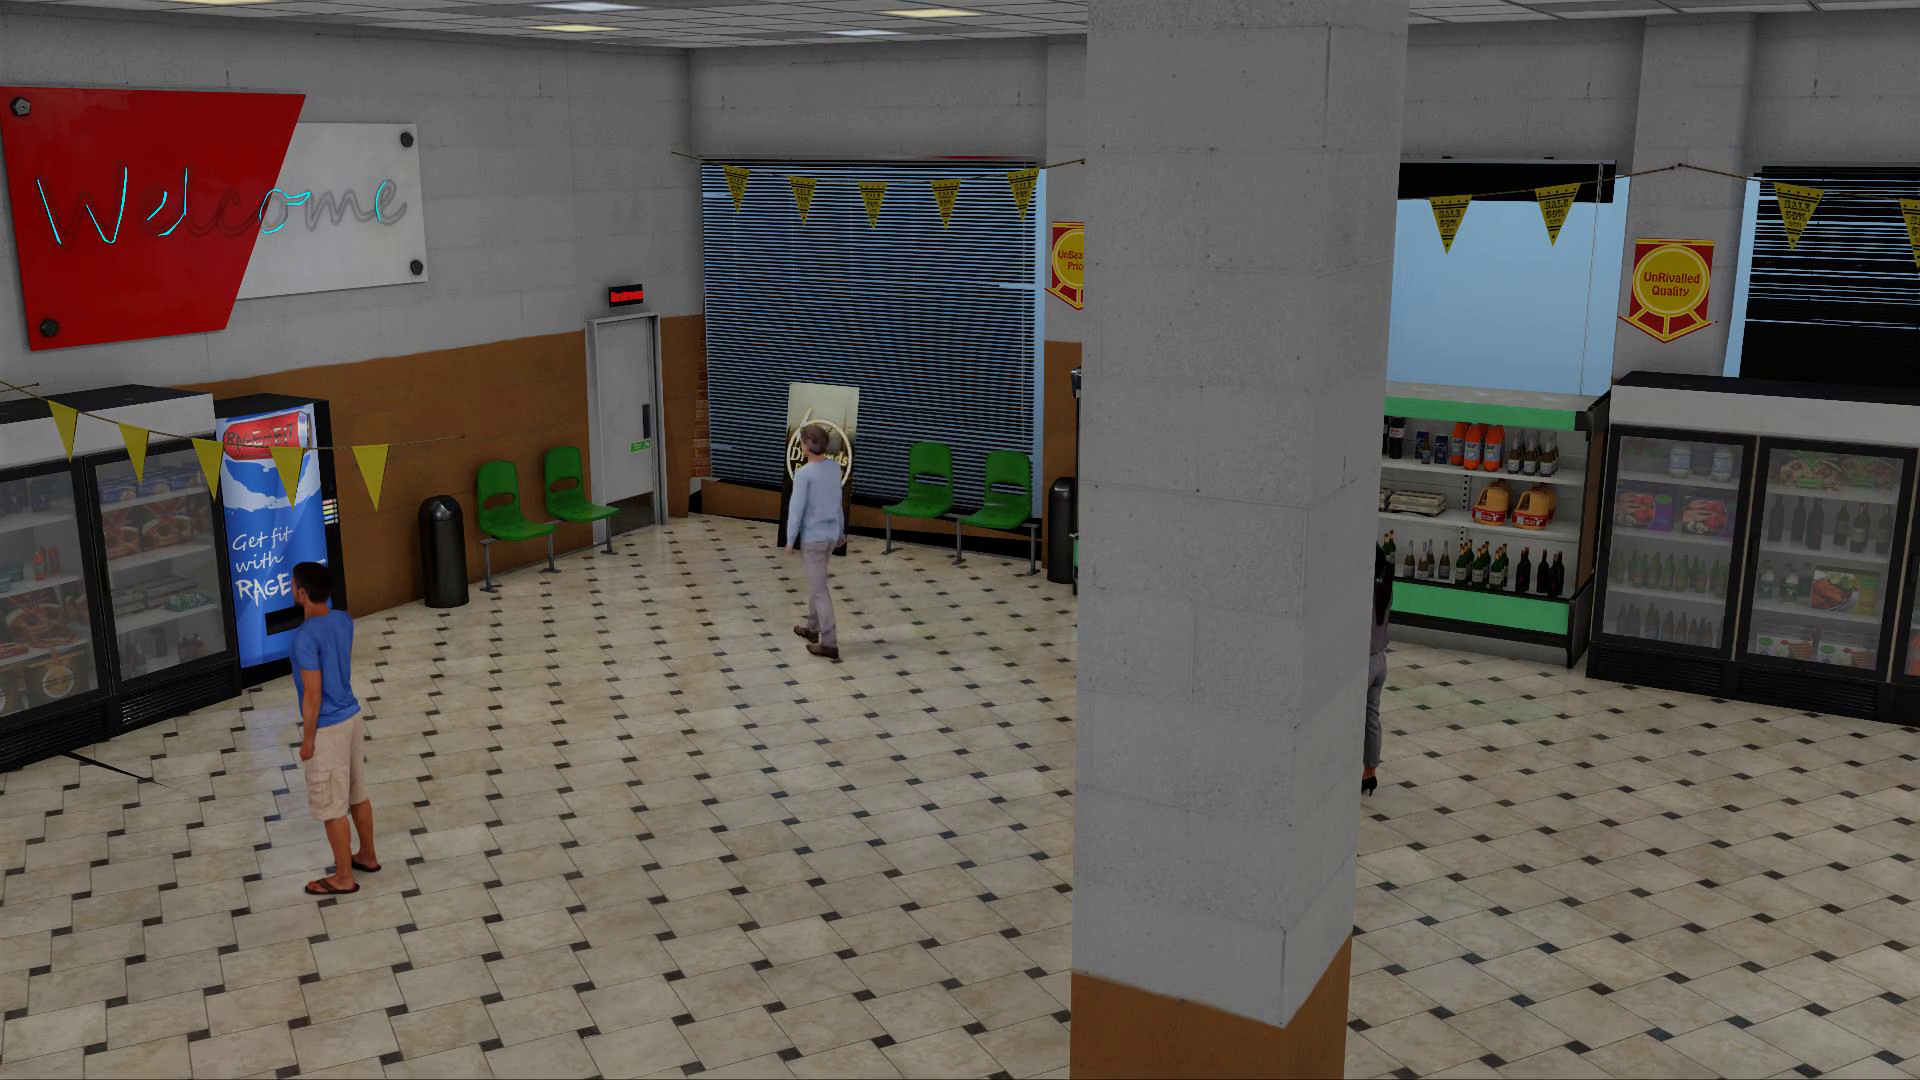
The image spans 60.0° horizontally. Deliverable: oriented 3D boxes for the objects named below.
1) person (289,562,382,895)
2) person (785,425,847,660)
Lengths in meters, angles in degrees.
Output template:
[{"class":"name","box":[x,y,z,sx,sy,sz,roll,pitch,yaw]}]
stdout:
[{"class":"person","box":[-3.484,1.025,9.221,0.684,1.862,0.723,2,14,8]},{"class":"person","box":[-1.070,0.022,13.327,0.930,1.877,0.762,10,17,36]}]
